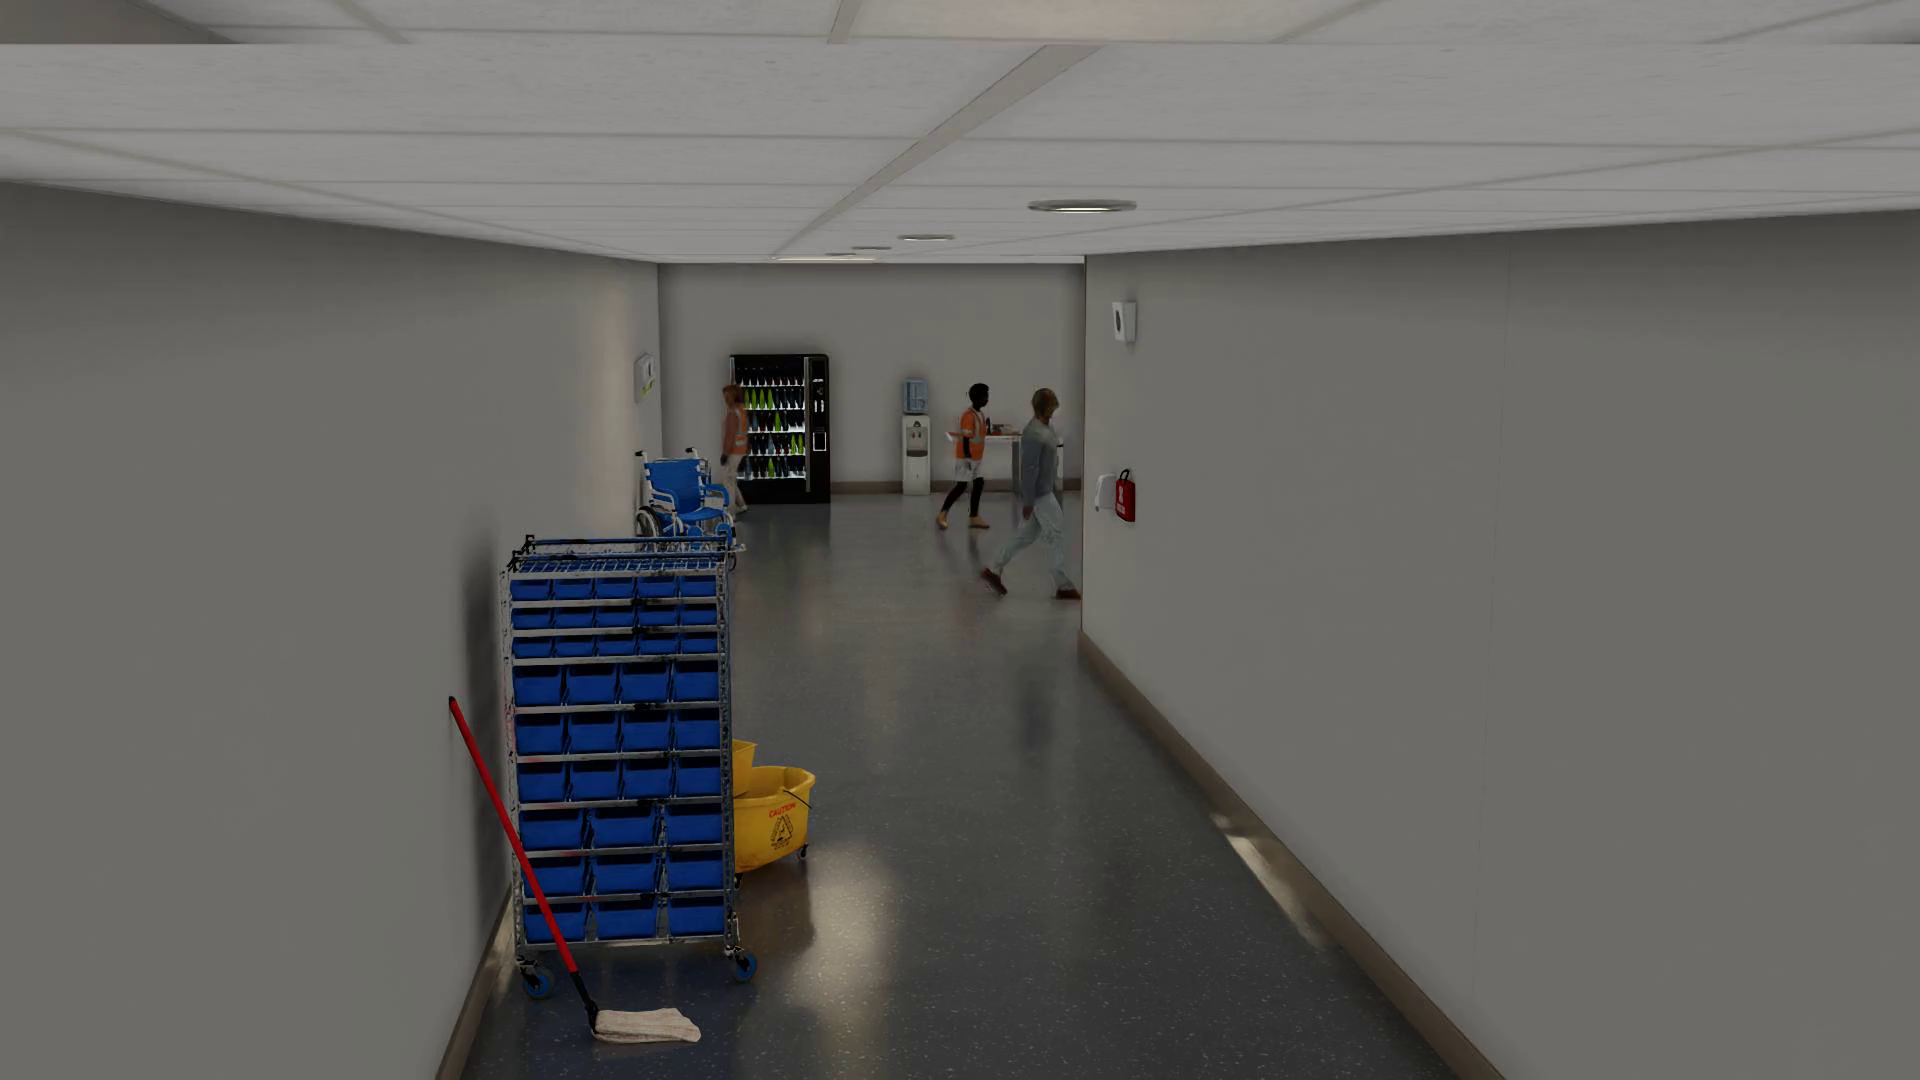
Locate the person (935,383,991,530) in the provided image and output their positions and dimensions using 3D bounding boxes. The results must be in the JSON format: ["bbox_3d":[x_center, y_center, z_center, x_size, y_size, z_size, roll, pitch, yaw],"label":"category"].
[{"bbox_3d":[0.026,-0.954,18.821,0.596,1.668,0.547,4,10,21],"label":"person"}]

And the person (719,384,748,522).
[{"bbox_3d":[-2.662,-1.013,19.364,0.366,1.612,0.544,0,9,1],"label":"person"}]

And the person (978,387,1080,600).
[{"bbox_3d":[0.642,-0.411,14.736,0.979,1.907,0.632,1,9,9],"label":"person"}]
